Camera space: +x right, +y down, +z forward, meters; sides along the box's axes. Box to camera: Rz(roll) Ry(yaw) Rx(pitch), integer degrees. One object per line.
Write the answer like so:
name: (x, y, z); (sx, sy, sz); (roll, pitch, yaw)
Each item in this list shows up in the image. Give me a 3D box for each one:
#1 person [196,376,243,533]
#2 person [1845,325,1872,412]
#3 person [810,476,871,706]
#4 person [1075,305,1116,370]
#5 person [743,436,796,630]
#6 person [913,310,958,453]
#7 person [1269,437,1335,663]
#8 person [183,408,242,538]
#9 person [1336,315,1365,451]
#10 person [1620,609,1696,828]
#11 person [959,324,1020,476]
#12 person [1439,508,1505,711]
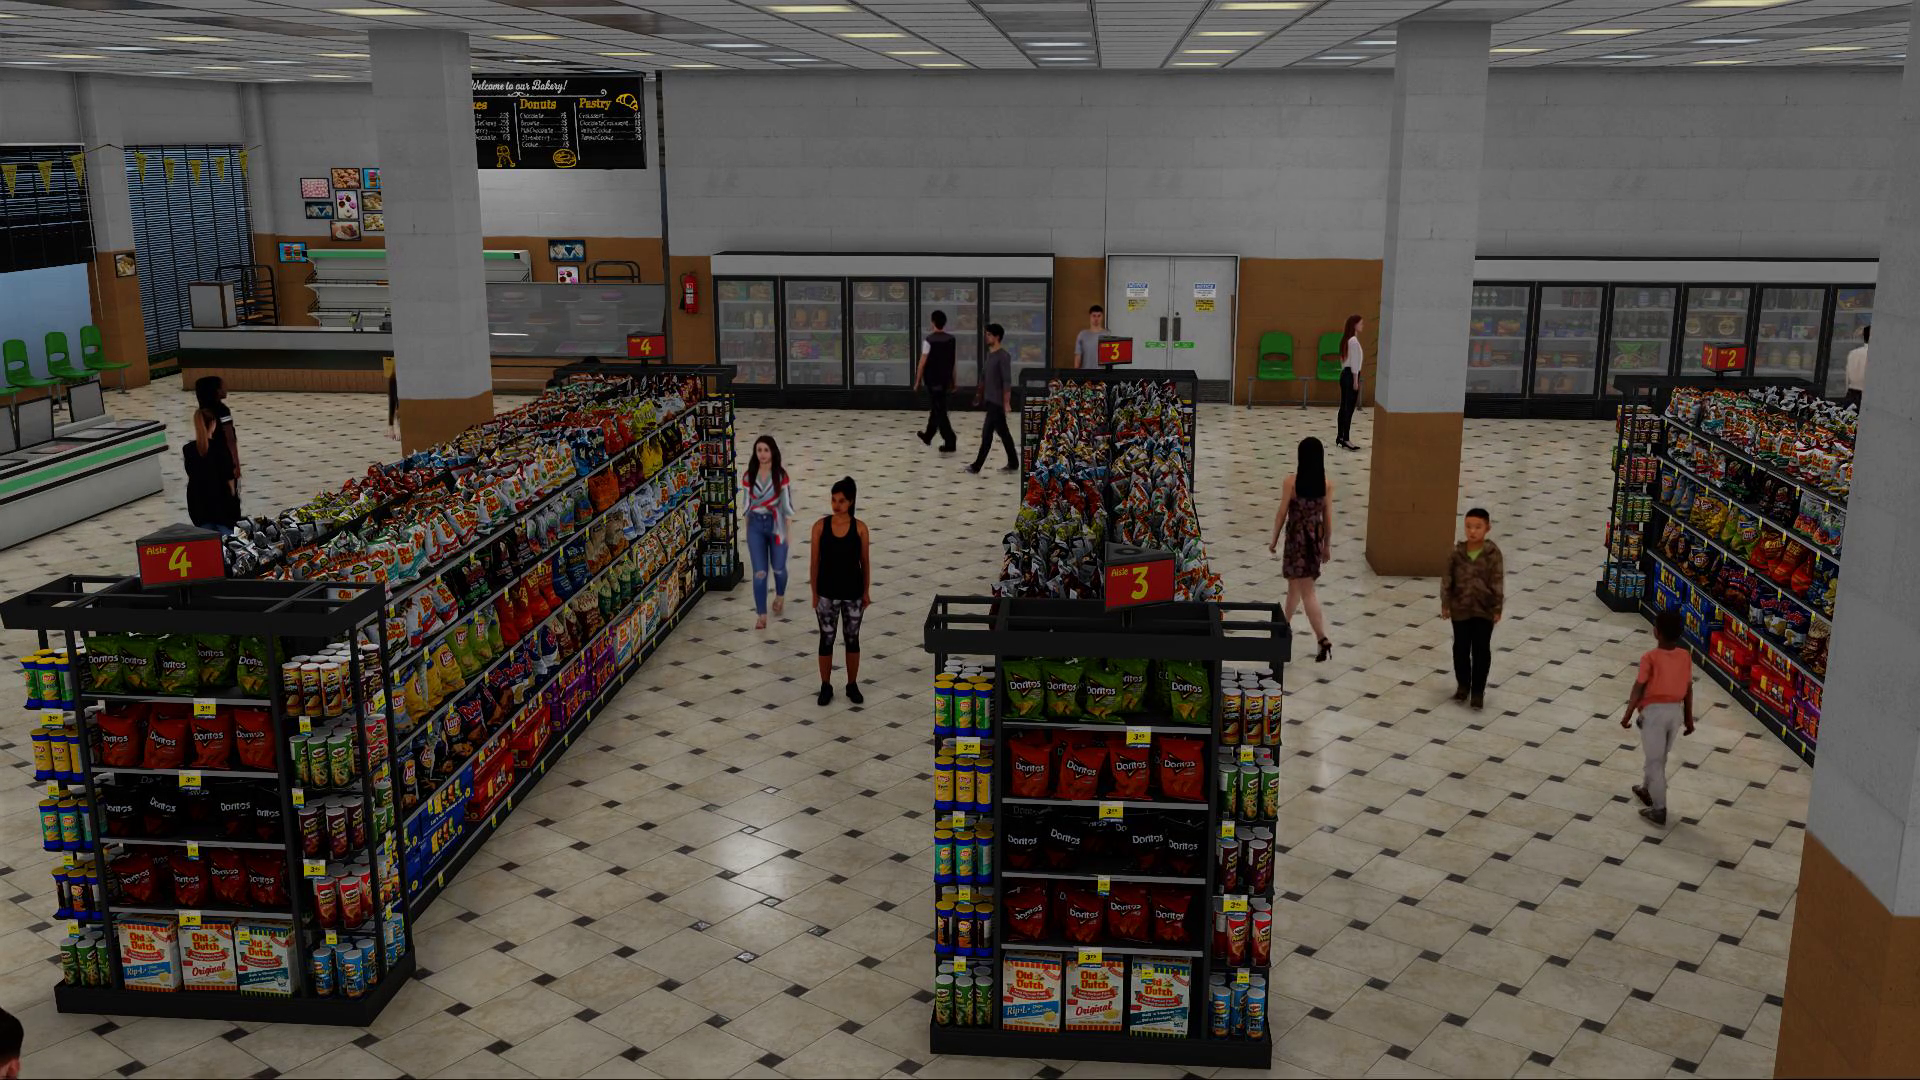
person: (-7.364, -0.779, 16.590); (0.700, 1.729, 0.711); (9, 17, 34)
person: (10.937, -1.698, 20.313); (1.132, 1.760, 1.227); (-6, 15, -24)
person: (-0.866, 0.357, 12.031); (0.620, 1.669, 0.574); (-2, 14, -6)
person: (1.773, -2.178, 22.083); (0.770, 1.857, 0.900); (-2, 14, -7)
person: (-1.599, -0.084, 14.049); (0.636, 1.576, 1.060); (1, 14, 3)
person: (-0.229, -2.005, 21.483); (1.155, 1.804, 1.239); (-10, 17, -37)
person: (2.701, 0.120, 12.892); (0.946, 1.724, 1.264); (-4, 14, -18)
person: (-6.688, -0.346, 14.884); (0.614, 1.691, 0.536); (1, 14, 5)
person: (5.135, -2.082, 21.894); (0.693, 1.760, 0.492); (-1, 14, -5)
person: (4.204, 1.072, 9.886); (0.627, 1.290, 0.789); (-2, 14, -9)
person: (0.525, -1.681, 20.118); (1.028, 1.817, 1.114); (-4, 14, -17)
person: (3.723, 0.471, 12.043); (0.713, 1.442, 0.786); (6, 15, 24)
